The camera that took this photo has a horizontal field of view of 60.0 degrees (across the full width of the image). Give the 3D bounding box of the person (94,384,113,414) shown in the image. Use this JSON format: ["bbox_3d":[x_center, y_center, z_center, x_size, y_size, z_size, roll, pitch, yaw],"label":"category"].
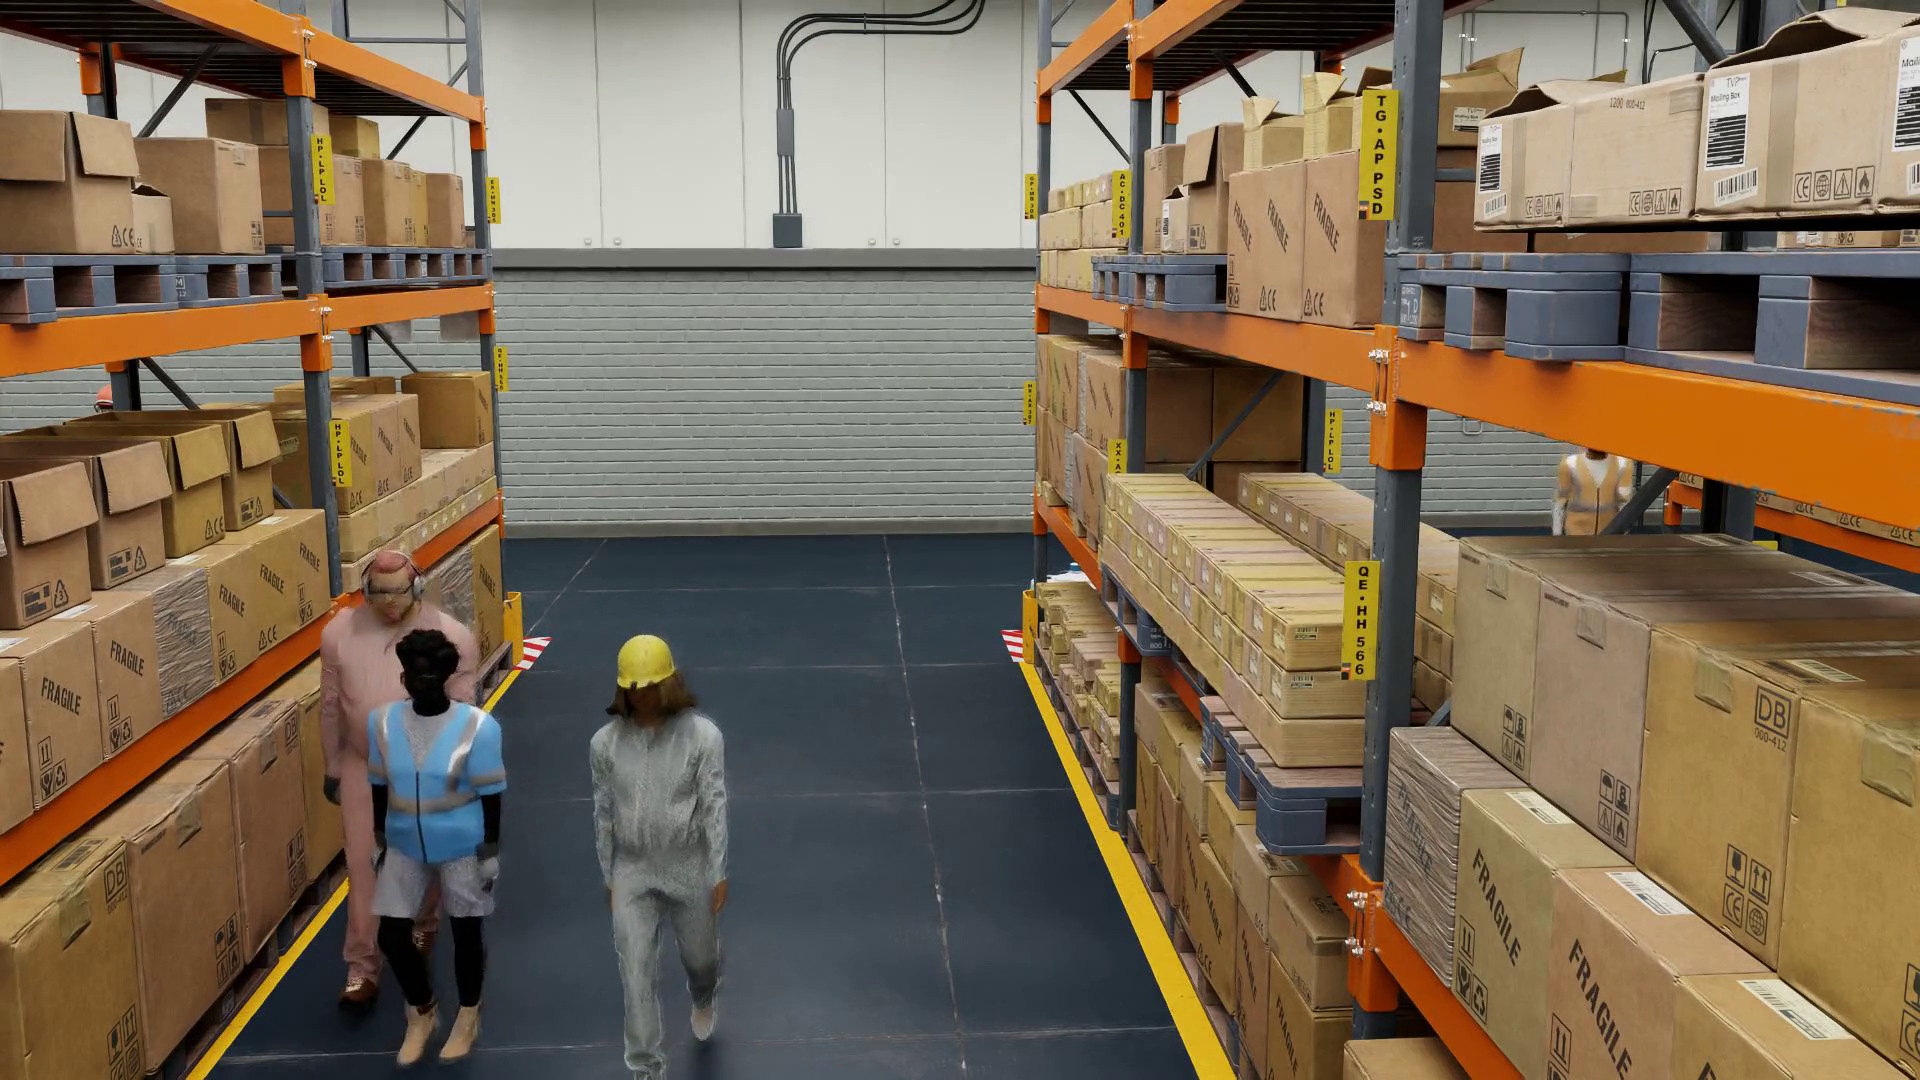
[{"bbox_3d":[-7.012,-0.298,13.858,0.613,1.988,0.402,-2,10,-9],"label":"person"}]

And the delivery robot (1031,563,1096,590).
[{"bbox_3d":[0.945,0.428,13.515,0.707,0.478,0.477,5,11,26],"label":"delivery robot"}]

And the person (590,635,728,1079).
[{"bbox_3d":[-1.076,1.162,6.021,0.489,1.721,0.719,-1,10,-4],"label":"person"}]

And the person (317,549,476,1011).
[{"bbox_3d":[-2.314,0.964,6.816,0.654,1.850,0.997,-2,10,-9],"label":"person"}]

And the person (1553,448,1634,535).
[{"bbox_3d":[4.845,-0.054,12.762,0.537,1.876,1.056,1,10,8],"label":"person"}]

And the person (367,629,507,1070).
[{"bbox_3d":[-1.952,1.156,6.163,0.557,1.679,0.457,1,10,5],"label":"person"}]
